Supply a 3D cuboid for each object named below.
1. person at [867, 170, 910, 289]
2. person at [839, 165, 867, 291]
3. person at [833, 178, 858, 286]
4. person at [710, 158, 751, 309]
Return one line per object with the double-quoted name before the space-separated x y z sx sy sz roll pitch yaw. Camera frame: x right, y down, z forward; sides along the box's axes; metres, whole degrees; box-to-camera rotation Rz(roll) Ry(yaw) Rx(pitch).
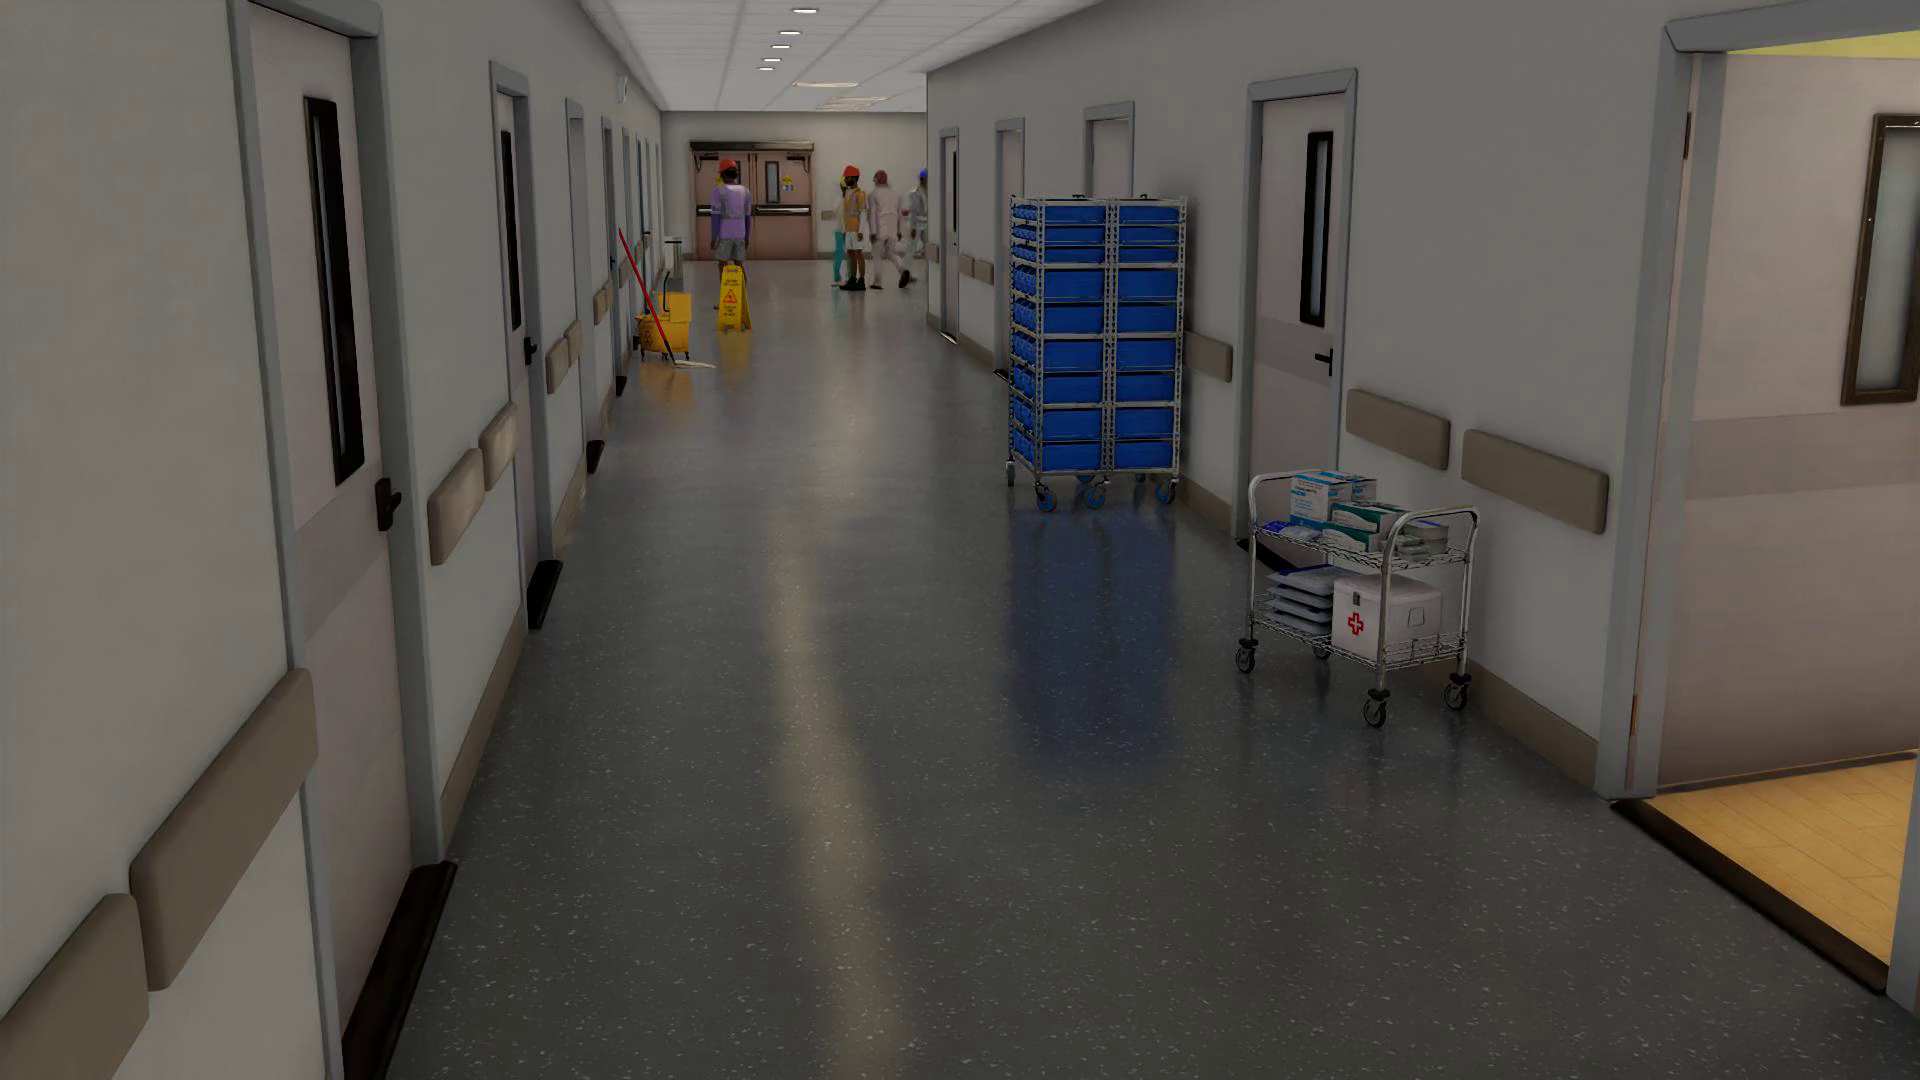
"person" -1.125 -4.876 26.190 0.660 1.878 0.730 -10 16 -38
"person" -1.677 -4.868 26.000 0.356 1.937 0.552 -8 15 -32
"person" -1.798 -4.959 26.833 0.577 1.747 0.524 4 13 17
"person" -3.126 -4.151 22.622 0.615 2.029 0.409 -11 17 -40
